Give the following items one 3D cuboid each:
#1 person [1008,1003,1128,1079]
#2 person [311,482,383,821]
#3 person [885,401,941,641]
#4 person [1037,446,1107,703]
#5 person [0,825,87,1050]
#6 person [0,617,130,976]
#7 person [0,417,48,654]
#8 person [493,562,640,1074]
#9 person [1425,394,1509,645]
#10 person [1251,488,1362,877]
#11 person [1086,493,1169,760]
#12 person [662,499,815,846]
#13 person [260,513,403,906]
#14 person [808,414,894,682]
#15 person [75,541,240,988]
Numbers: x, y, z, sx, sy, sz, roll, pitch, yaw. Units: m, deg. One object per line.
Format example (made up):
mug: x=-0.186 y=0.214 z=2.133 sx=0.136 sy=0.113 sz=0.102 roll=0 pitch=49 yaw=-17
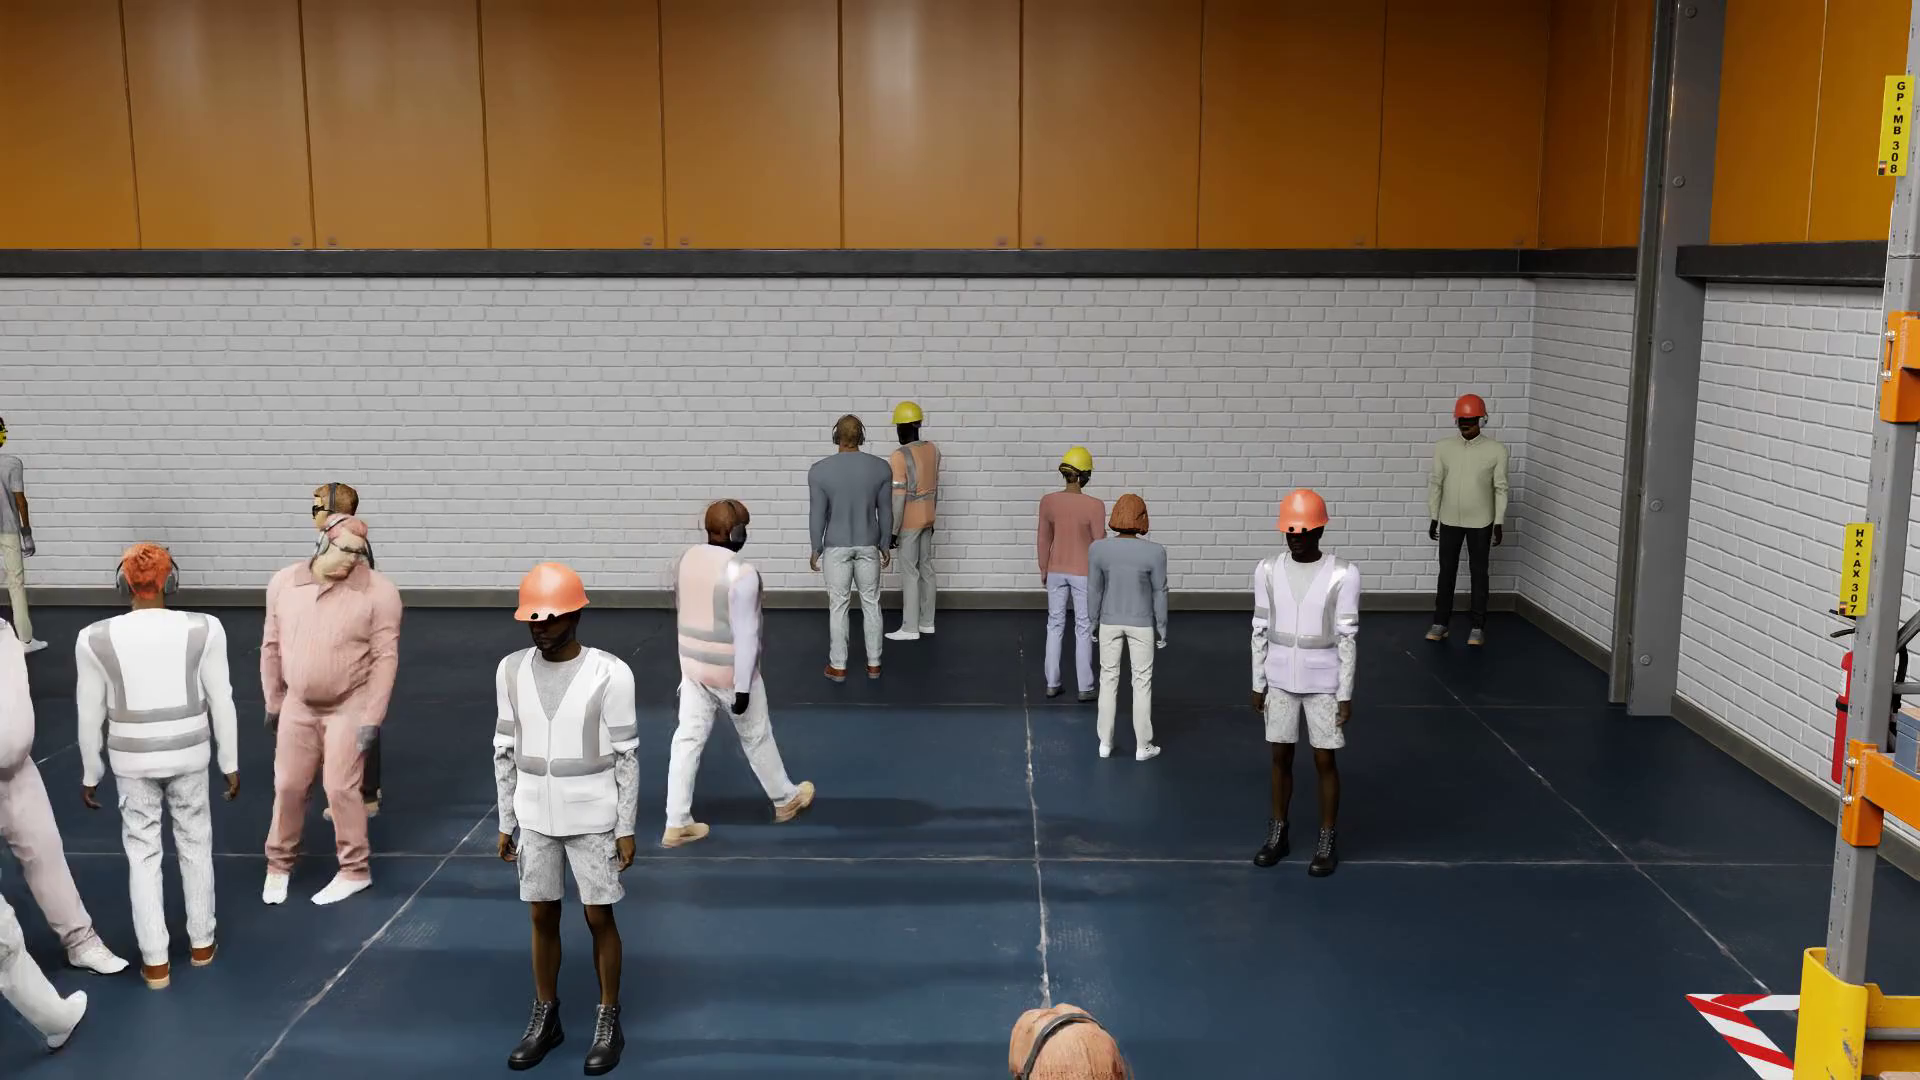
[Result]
person: x=0.240 y=1.689 z=3.178 sx=0.535 sy=1.623 sz=0.452 roll=-3 pitch=10 yaw=-20
person: x=-3.342 y=0.600 z=9.066 sx=0.342 sy=1.846 sz=0.509 roll=-2 pitch=10 yaw=-12
person: x=-0.388 y=-0.151 z=13.321 sx=0.365 sy=1.927 sz=0.587 roll=6 pitch=11 yaw=32
person: x=0.790 y=0.235 z=11.486 sx=0.535 sy=1.767 sz=0.317 roll=6 pitch=11 yaw=32
person: x=-3.606 y=1.241 z=5.985 sx=0.506 sy=1.579 sz=0.916 roll=1 pitch=10 yaw=7
person: x=-4.067 y=0.964 z=6.905 sx=0.976 sy=1.848 sz=0.672 roll=1 pitch=10 yaw=5
person: x=-7.419 y=-0.042 z=12.833 sx=0.521 sy=1.873 sz=0.336 roll=0 pitch=9 yaw=-2
person: x=-1.473 y=1.034 z=6.188 sx=0.553 sy=1.935 sz=0.361 roll=2 pitch=10 yaw=9
person: x=4.013 y=-0.163 z=13.186 sx=0.612 sy=1.994 sz=0.395 roll=6 pitch=11 yaw=32
person: x=1.686 y=0.701 z=8.218 sx=0.542 sy=1.932 sz=0.383 roll=5 pitch=11 yaw=28
person: x=1.020 y=0.529 z=10.123 sx=0.507 sy=1.633 sz=0.276 roll=3 pitch=10 yaw=19
person: x=-1.200 y=0.672 z=8.771 sx=0.643 sy=1.793 sz=0.965 roll=7 pitch=12 yaw=38
person: x=-2.986 y=0.793 z=7.877 sx=0.693 sy=1.863 sz=0.401 roll=1 pitch=10 yaw=5
person: x=-0.790 y=0.058 z=12.028 sx=0.627 sy=1.940 sz=0.372 roll=-3 pitch=10 yaw=-16
person: x=-3.367 y=0.930 z=7.014 sx=0.594 sy=1.884 sz=0.396 roll=-5 pitch=11 yaw=-26
